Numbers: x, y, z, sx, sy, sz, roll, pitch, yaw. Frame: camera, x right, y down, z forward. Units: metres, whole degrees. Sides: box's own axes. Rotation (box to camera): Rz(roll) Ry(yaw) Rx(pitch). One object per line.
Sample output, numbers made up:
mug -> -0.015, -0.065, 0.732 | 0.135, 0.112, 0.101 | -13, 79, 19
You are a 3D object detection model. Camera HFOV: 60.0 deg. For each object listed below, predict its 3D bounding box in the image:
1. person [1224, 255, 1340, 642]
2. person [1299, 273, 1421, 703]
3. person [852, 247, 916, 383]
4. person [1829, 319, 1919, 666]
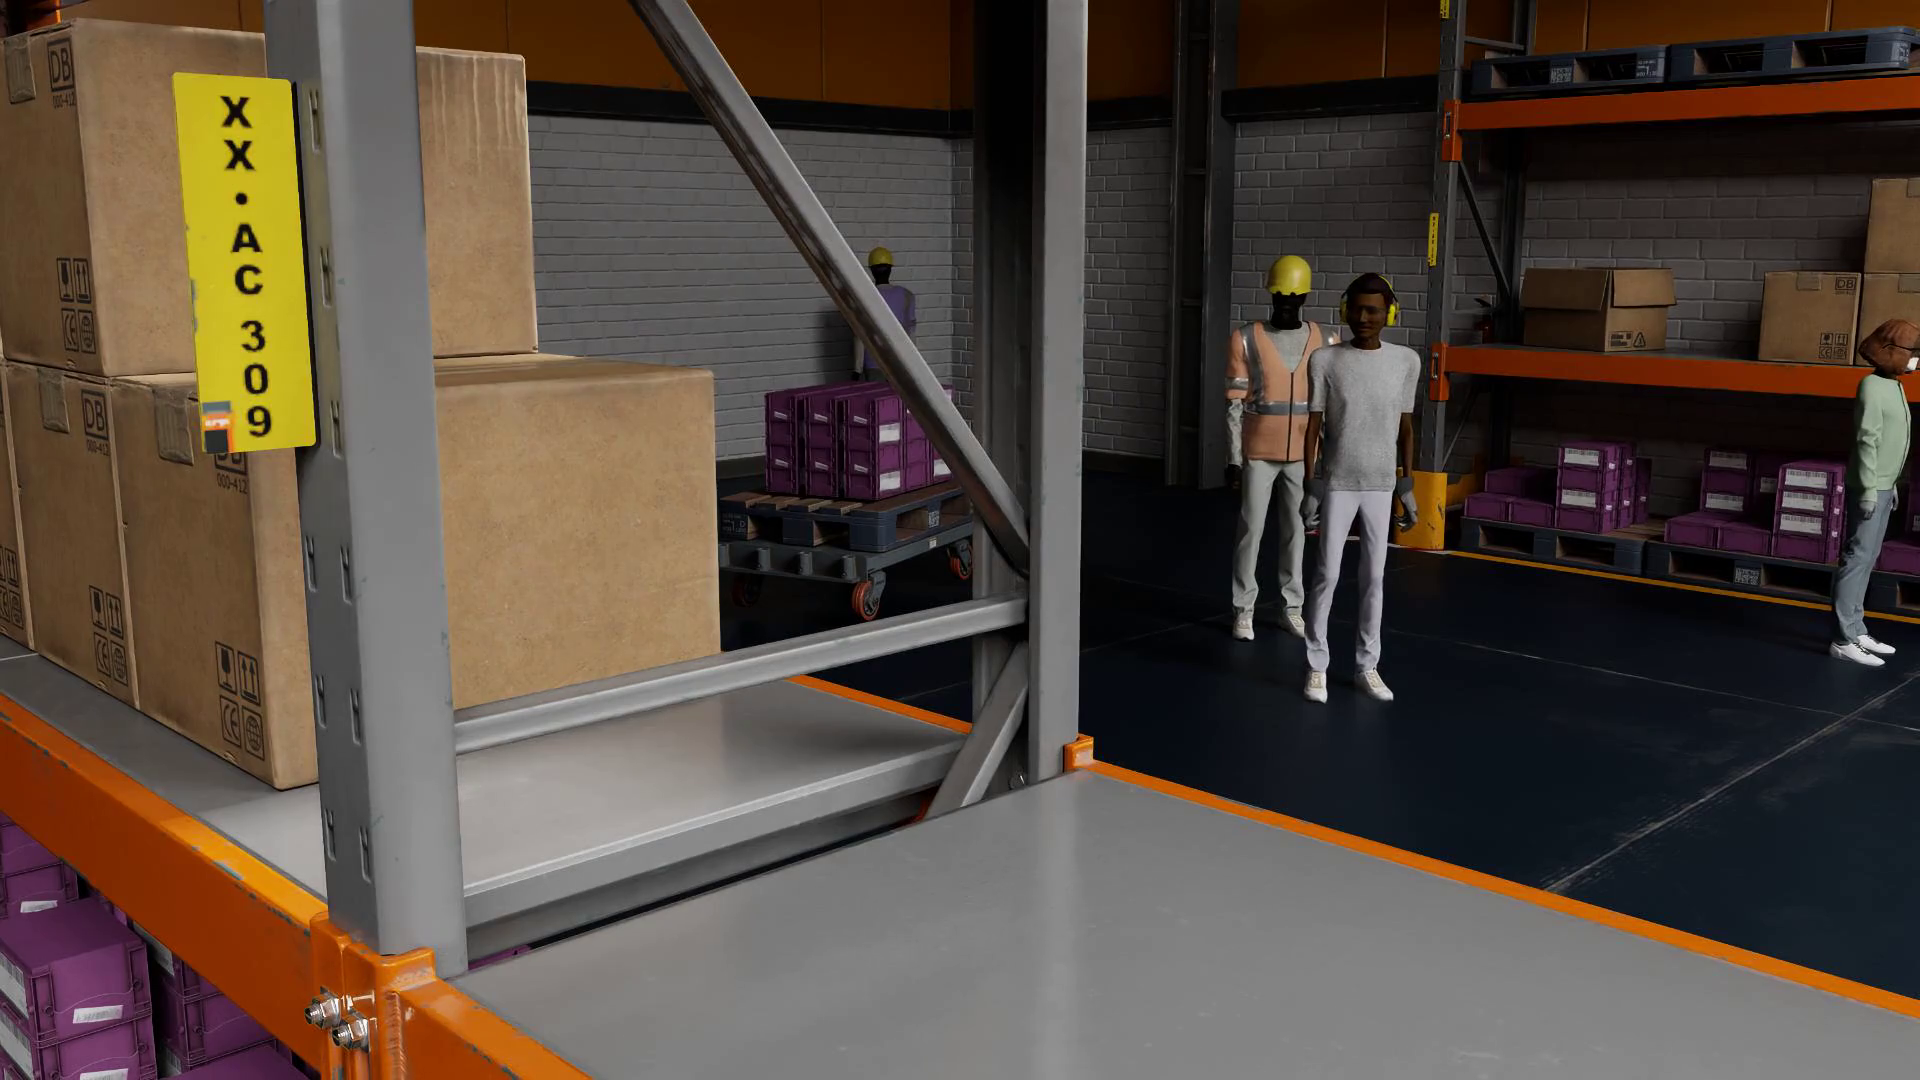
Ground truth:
person -> 1.610, -0.449, 8.312 | 0.589, 1.924, 0.383 | -1, 10, -7
person -> 1.735, -0.217, 7.209 | 0.514, 1.865, 0.327 | 0, 10, -2
person -> -0.655, -1.500, 14.054 | 0.589, 1.919, 0.391 | -6, 12, -29
person -> 4.368, -0.233, 7.927 | 0.281, 1.633, 0.498 | 8, 13, 39
